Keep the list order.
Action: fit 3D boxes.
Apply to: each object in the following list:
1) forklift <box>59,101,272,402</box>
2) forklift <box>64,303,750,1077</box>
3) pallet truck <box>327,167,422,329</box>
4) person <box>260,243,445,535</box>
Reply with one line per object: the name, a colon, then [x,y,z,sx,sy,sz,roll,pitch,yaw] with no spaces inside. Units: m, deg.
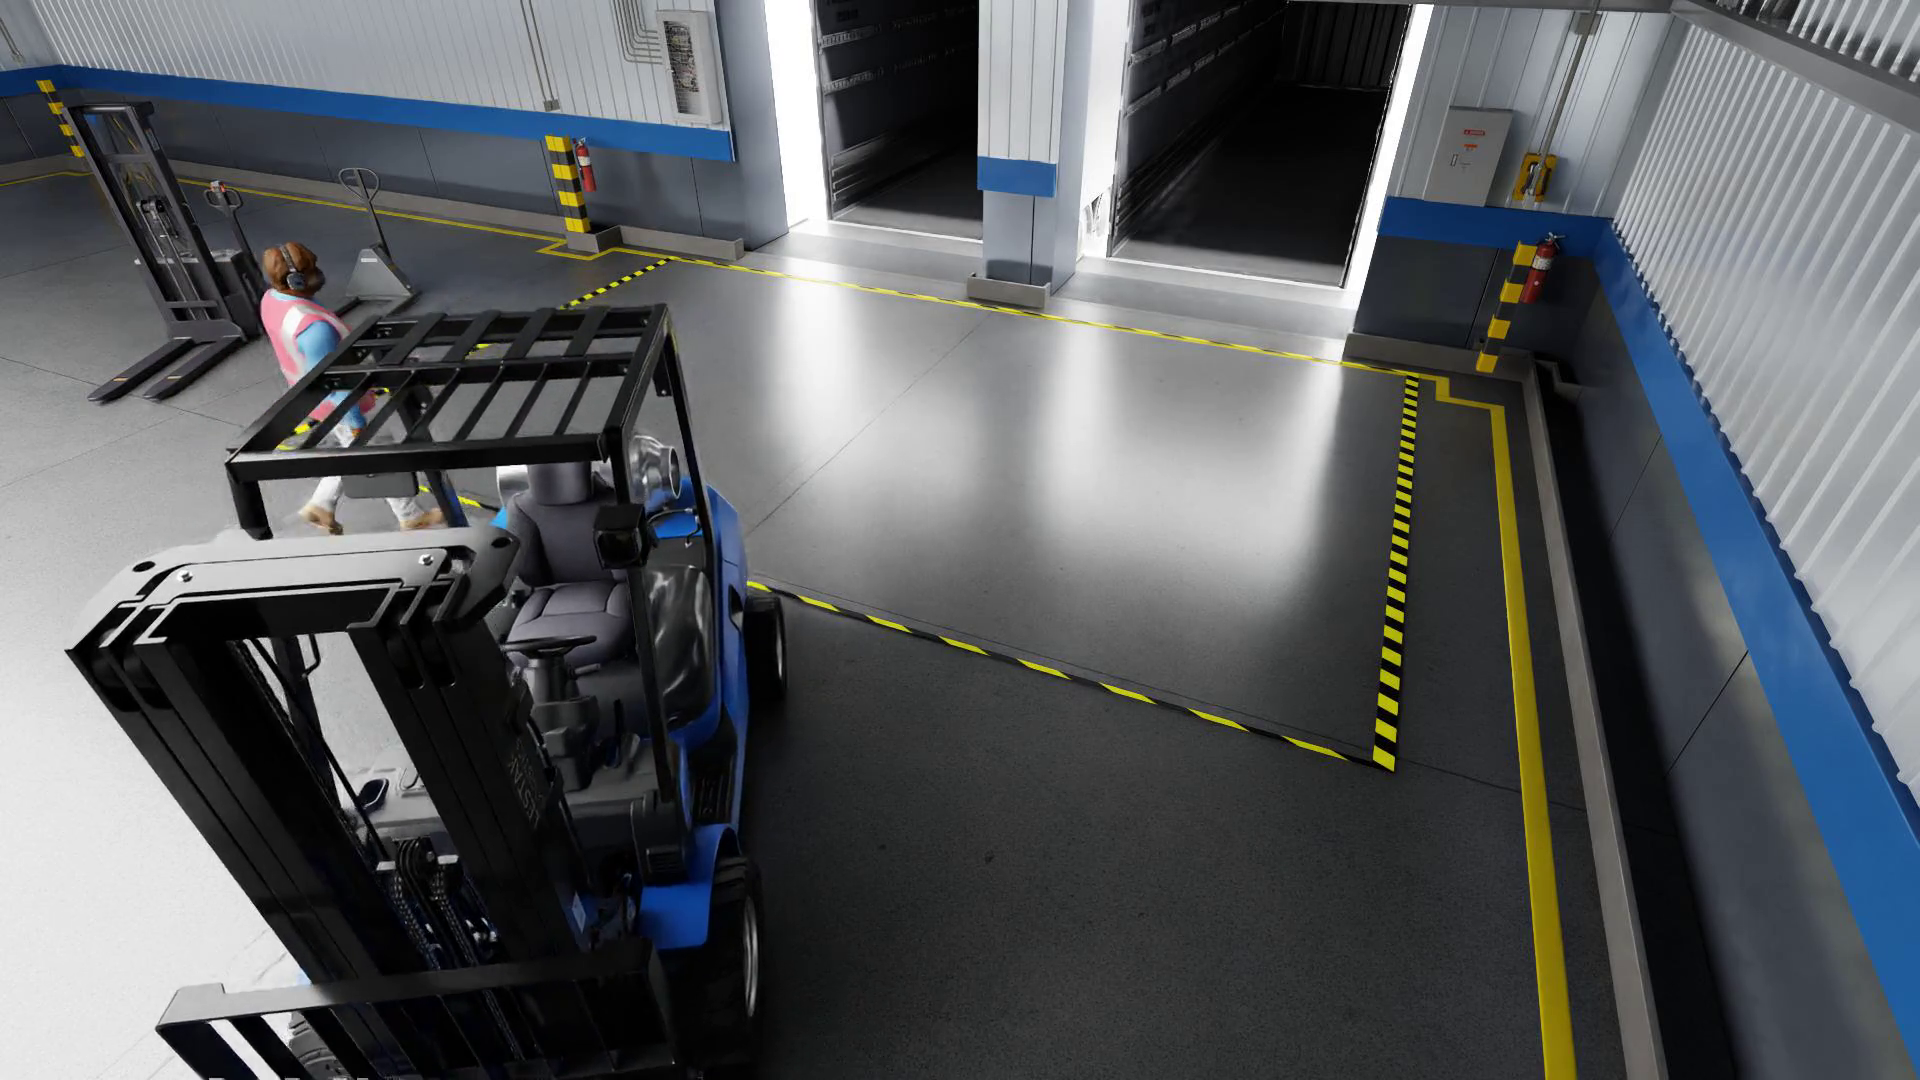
forklift: [-6.686,-2.387,7.434,0.823,1.965,1.885,-3,35,-5]
forklift: [-1.450,0.329,3.239,1.157,2.036,2.680,-4,35,-6]
pallet truck: [-5.732,-2.611,8.414,0.680,1.201,1.601,-1,35,-1]
person: [-3.624,-0.773,5.276,0.622,1.824,0.738,26,42,32]
